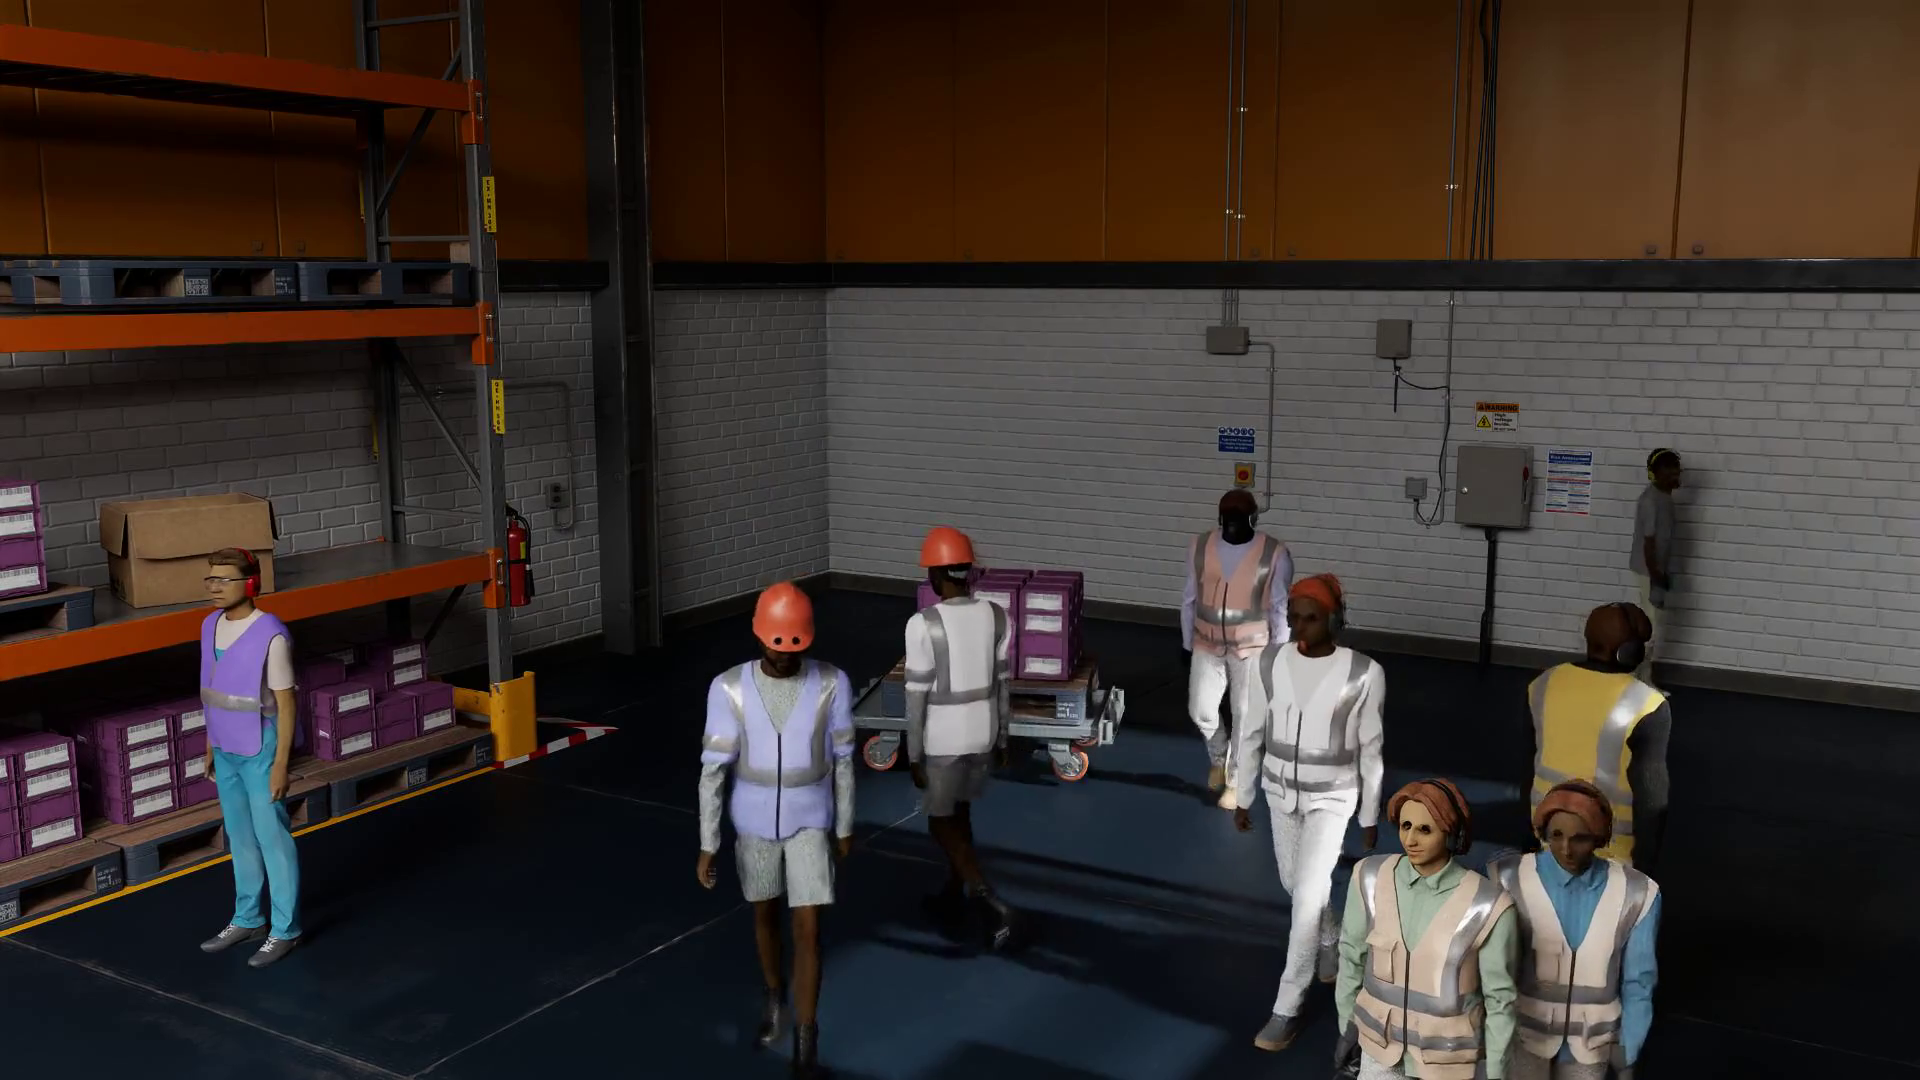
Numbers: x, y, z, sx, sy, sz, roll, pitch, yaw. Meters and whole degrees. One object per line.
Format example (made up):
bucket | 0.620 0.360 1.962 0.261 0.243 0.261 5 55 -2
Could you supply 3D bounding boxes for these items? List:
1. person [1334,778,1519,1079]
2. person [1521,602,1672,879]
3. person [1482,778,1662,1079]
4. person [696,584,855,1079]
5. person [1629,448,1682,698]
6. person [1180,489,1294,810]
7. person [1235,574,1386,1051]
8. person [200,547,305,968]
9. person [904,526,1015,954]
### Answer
person | 1.305 1.467 4.716 0.521 1.640 0.306 7 12 38
person | 2.347 1.132 6.316 0.848 1.810 0.627 -5 10 -27
person | 1.717 1.468 4.772 0.508 1.612 0.582 1 9 8
person | -0.687 1.094 6.238 0.583 1.886 0.851 0 9 -2
person | 4.842 0.259 11.672 0.372 1.838 0.651 5 11 30
person | 1.551 0.614 9.438 0.651 1.829 0.441 4 10 24
person | 1.439 1.035 6.772 0.586 1.851 0.936 7 11 36
person | -3.134 0.939 7.353 0.570 1.849 0.384 6 11 32
person | 0.025 0.897 7.473 0.542 1.907 0.798 -6 11 -32
